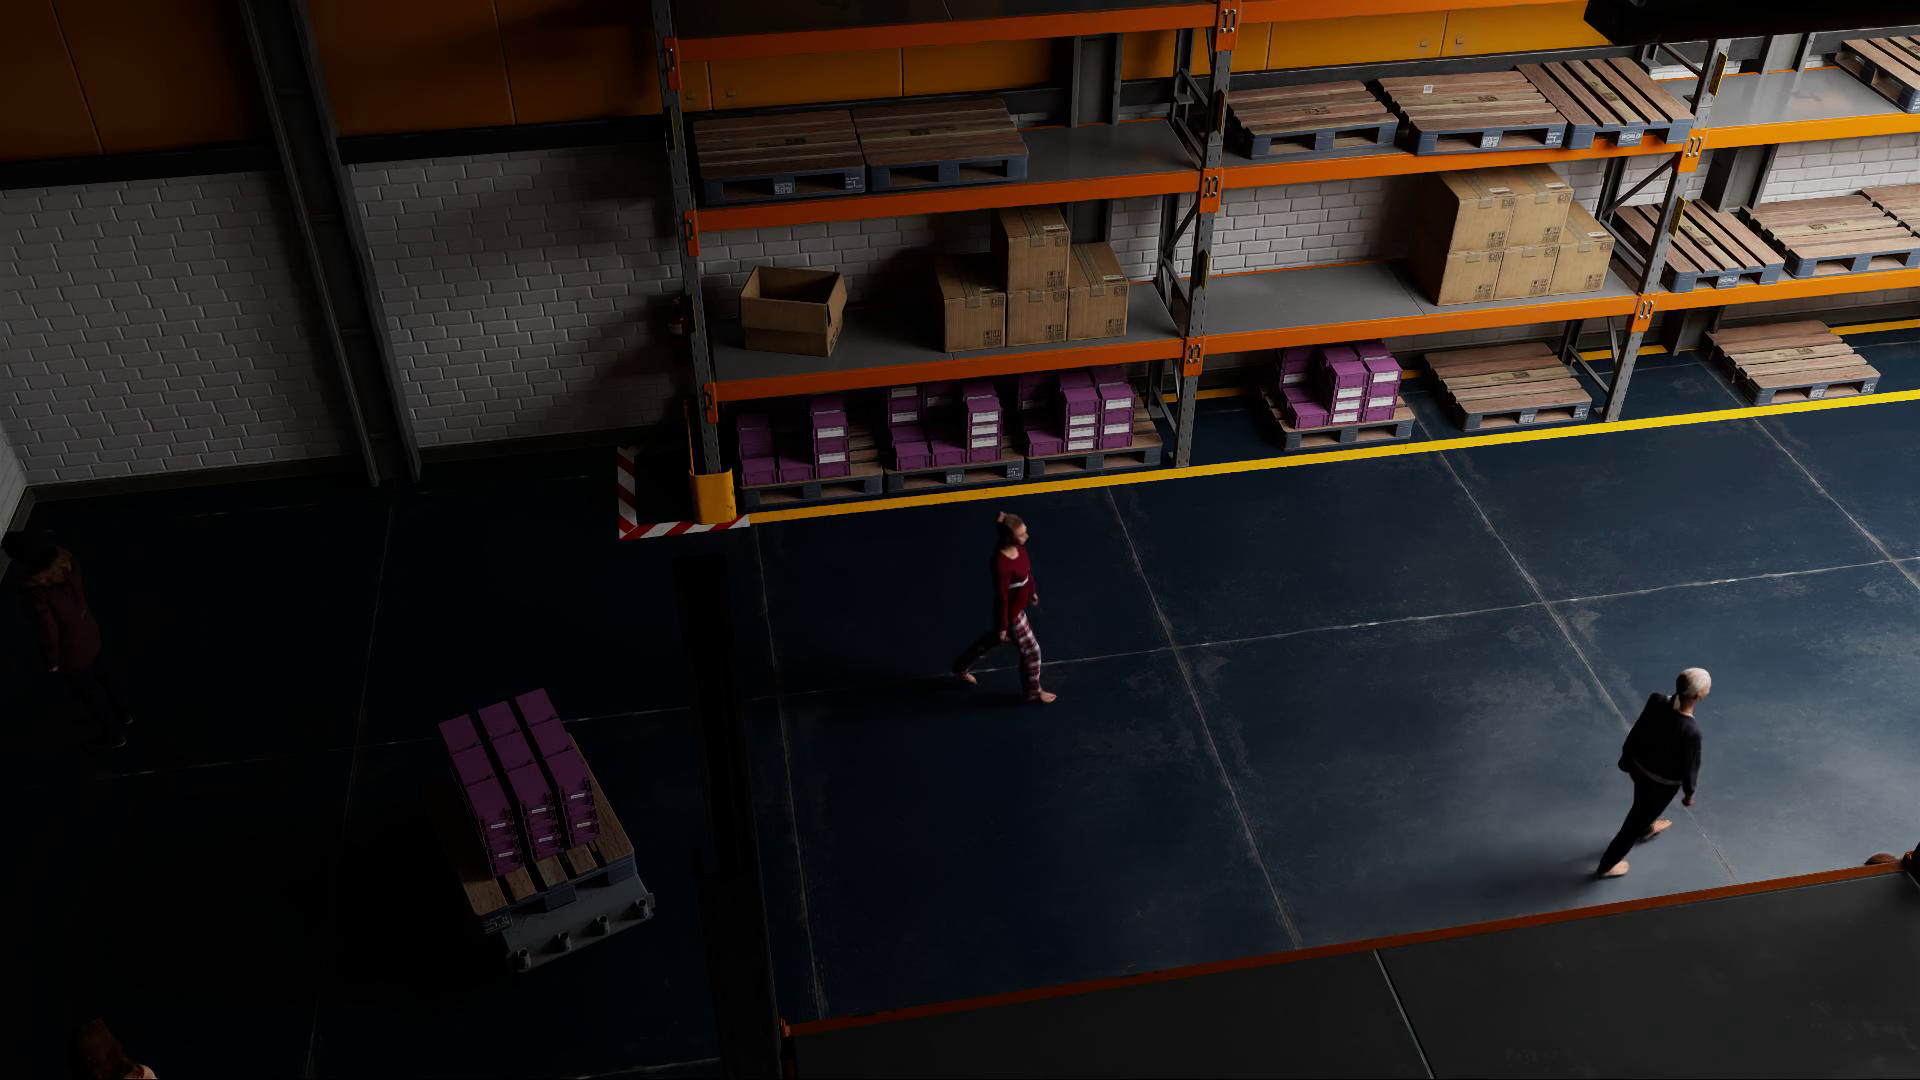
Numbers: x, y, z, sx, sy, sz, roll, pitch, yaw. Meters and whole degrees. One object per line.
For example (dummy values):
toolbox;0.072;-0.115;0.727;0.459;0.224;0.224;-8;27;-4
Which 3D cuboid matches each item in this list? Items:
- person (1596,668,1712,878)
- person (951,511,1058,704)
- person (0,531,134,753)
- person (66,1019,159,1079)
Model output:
person;4.284;1.478;10.418;0.980;1.700;0.751;-13;40;-16
person;0.278;0.462;11.719;1.108;1.664;0.856;6;39;7
person;-6.054;0.666;11.318;0.680;1.845;0.764;-3;39;-4
person;-4.153;3.030;8.437;0.495;1.745;0.668;-11;40;-13
